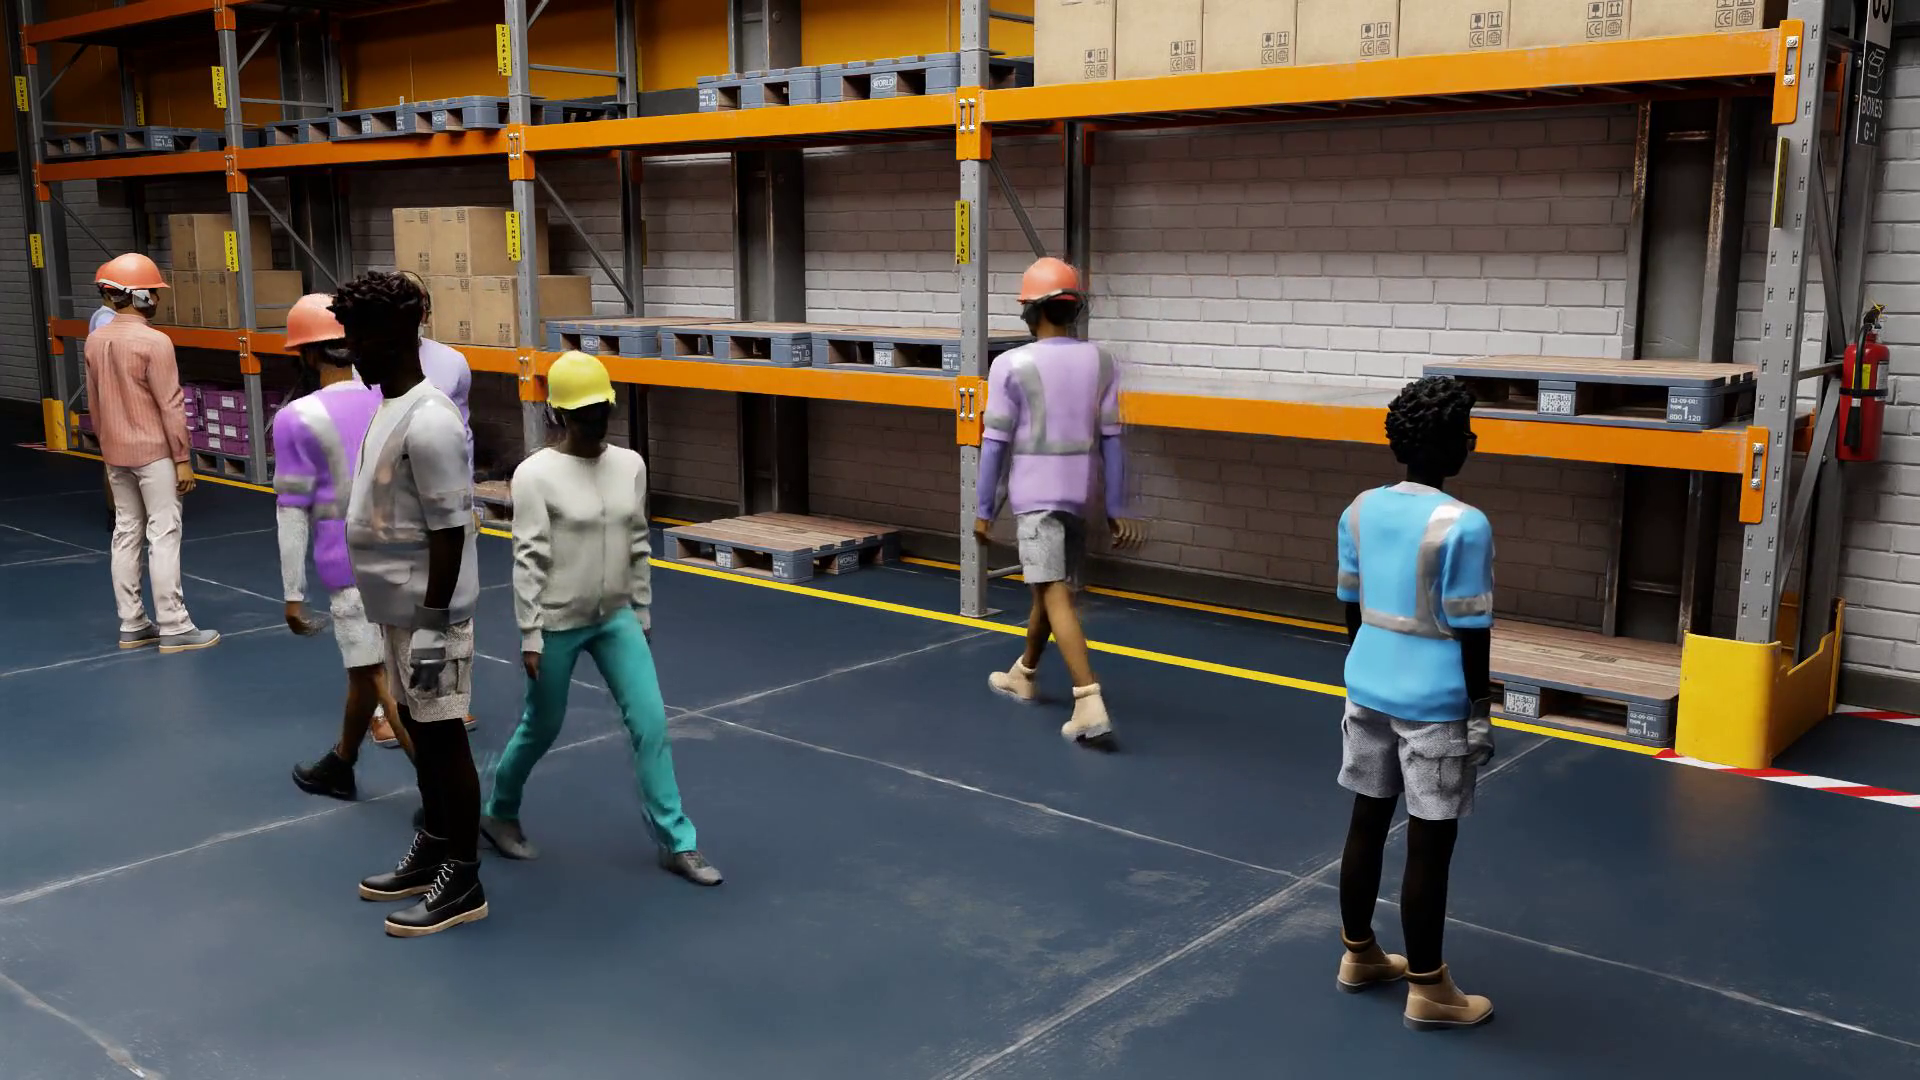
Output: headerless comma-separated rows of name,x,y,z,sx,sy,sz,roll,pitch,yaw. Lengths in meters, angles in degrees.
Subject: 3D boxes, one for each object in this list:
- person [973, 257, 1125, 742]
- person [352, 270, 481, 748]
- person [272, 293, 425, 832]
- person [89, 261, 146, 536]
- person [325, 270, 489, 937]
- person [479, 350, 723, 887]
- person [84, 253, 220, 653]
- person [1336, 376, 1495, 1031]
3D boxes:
person,0.399,-0.184,7.000,0.622,1.992,1.083,-6,11,-29
person,-2.266,-0.133,6.843,0.628,1.935,0.373,-10,14,-44
person,-2.068,0.084,5.809,1.005,1.875,0.564,6,12,33
person,-5.921,-0.992,11.739,0.376,1.933,0.545,-6,11,-29
person,-1.630,0.187,4.948,0.380,1.958,0.602,-6,11,-29
person,-1.213,0.243,5.353,0.882,1.711,0.539,8,13,40
person,-4.077,-0.425,8.334,0.612,1.995,0.377,5,11,25
person,1.196,0.422,4.357,0.321,1.697,0.530,-5,11,-26
